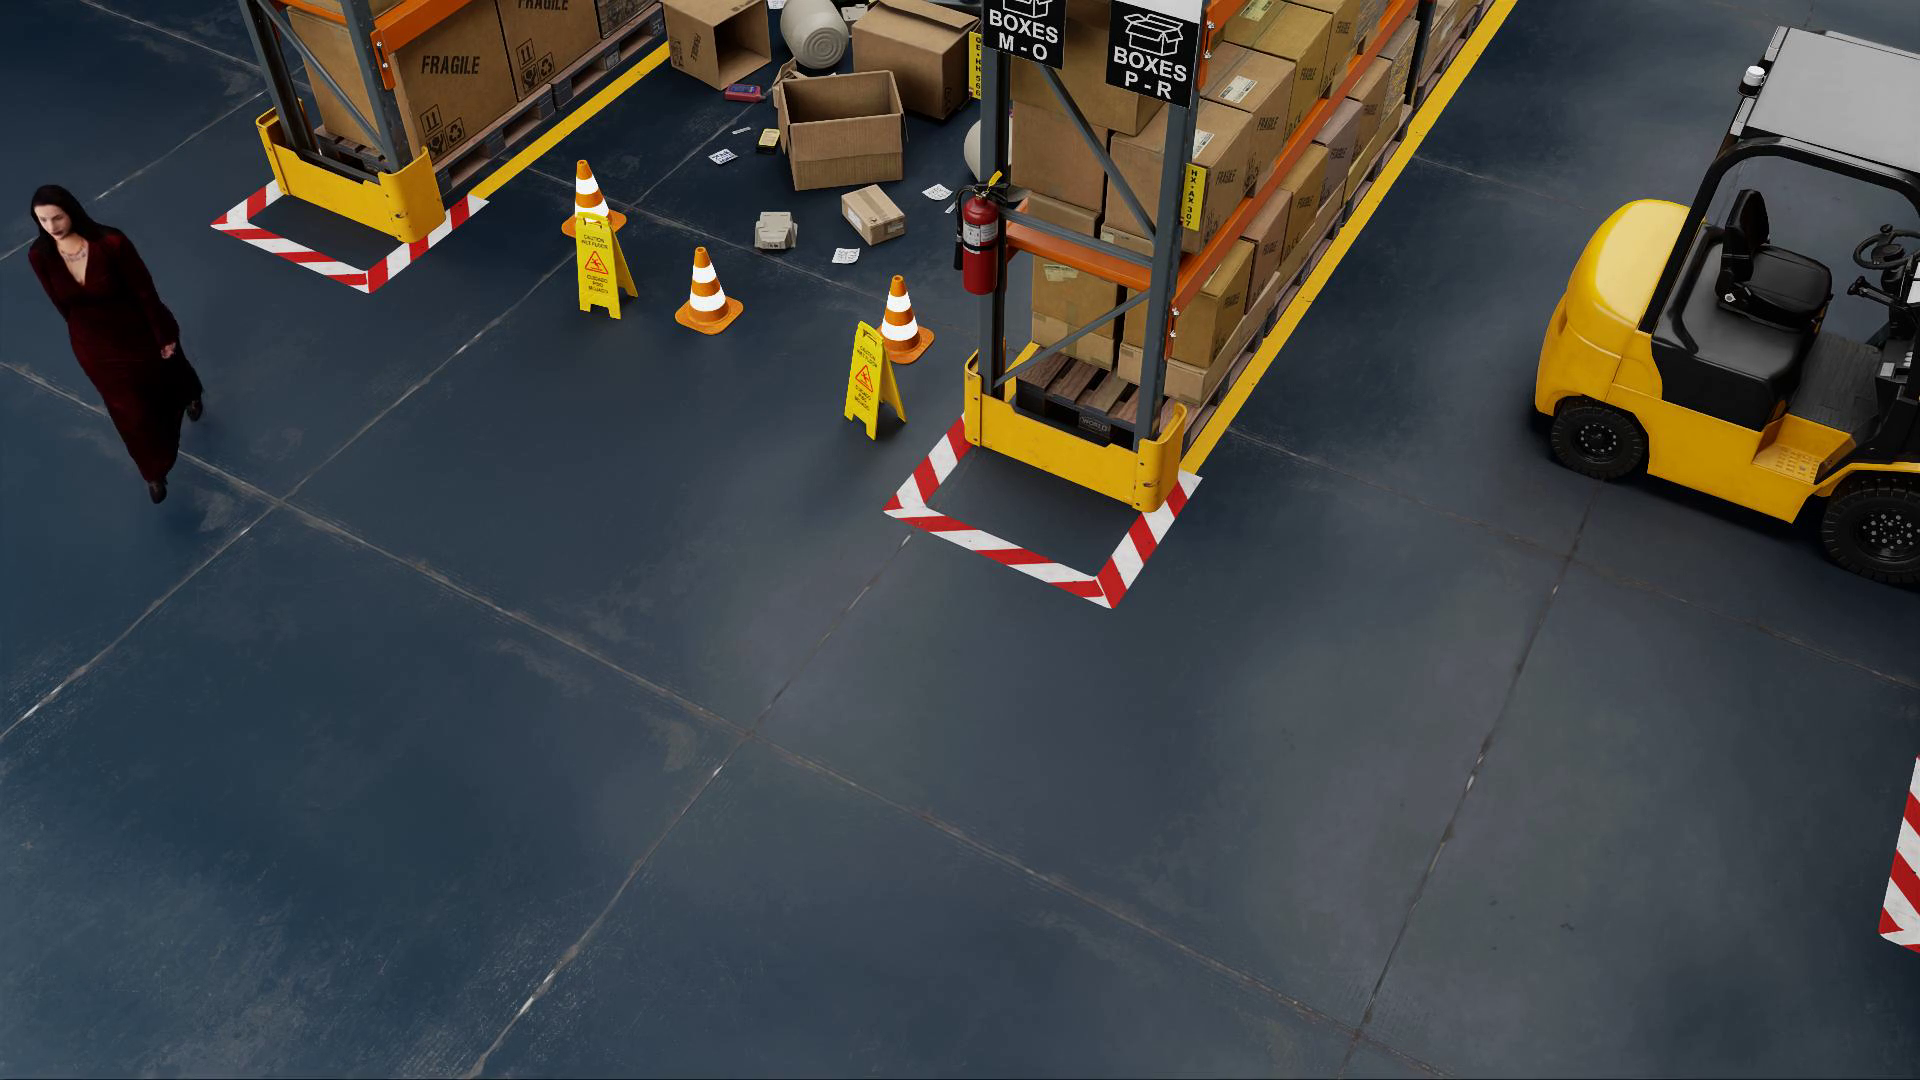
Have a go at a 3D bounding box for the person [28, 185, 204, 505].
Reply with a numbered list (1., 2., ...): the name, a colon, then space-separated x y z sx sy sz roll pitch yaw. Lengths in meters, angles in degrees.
1. person: -4.212 -1.102 8.421 1.091 1.716 1.152 -10 48 -9
